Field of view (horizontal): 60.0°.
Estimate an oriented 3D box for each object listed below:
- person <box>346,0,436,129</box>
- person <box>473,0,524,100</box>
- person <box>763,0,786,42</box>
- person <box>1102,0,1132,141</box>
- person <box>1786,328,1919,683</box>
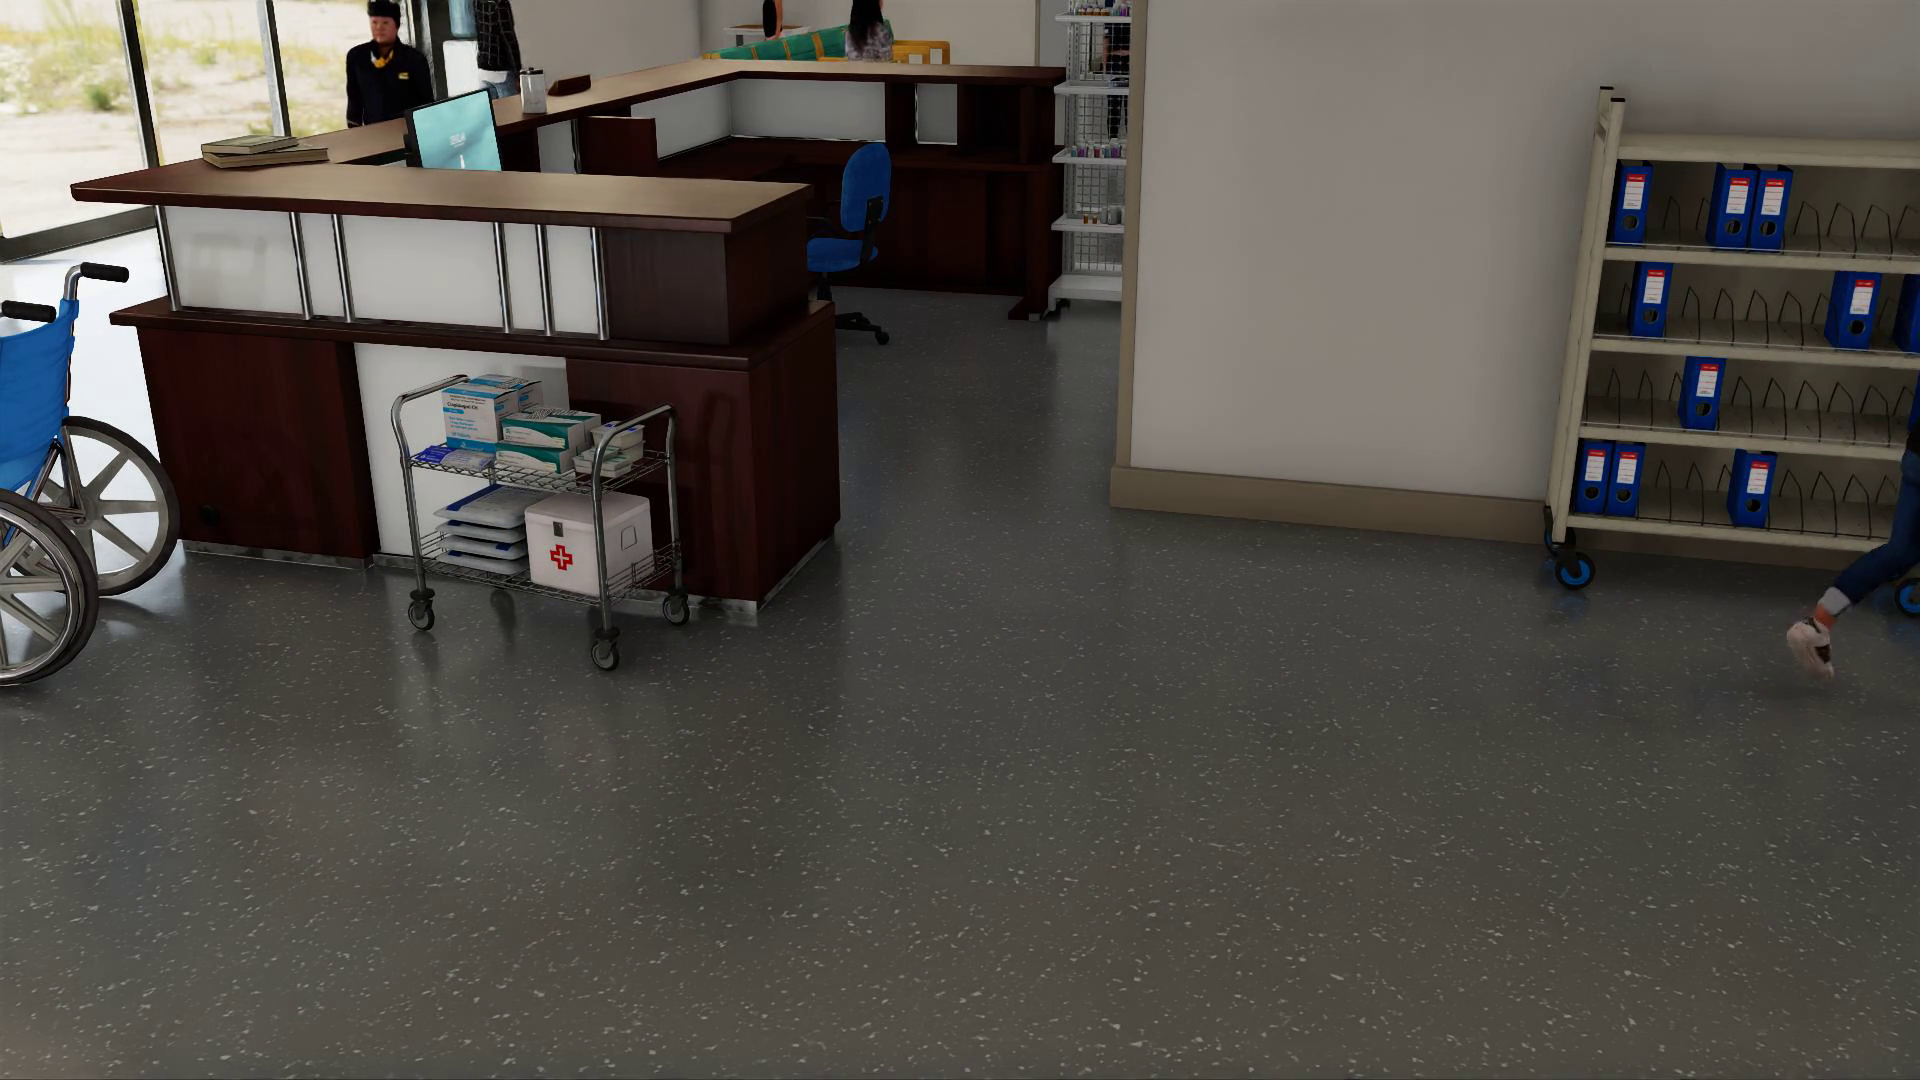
[{"bbox_3d":[-3.536,-2.517,10.470,0.954,1.652,0.856,1,21,3],"label":"person"},{"bbox_3d":[-3.909,-3.960,14.043,0.758,1.819,0.877,15,25,34],"label":"person"},{"bbox_3d":[-2.152,-5.791,19.238,0.660,1.565,0.616,-8,22,-21],"label":"person"},{"bbox_3d":[1.521,-4.363,15.362,0.507,1.639,0.652,6,22,15],"label":"person"},{"bbox_3d":[2.746,-0.228,4.694,0.989,1.463,0.780,-3,21,-7],"label":"person"}]
